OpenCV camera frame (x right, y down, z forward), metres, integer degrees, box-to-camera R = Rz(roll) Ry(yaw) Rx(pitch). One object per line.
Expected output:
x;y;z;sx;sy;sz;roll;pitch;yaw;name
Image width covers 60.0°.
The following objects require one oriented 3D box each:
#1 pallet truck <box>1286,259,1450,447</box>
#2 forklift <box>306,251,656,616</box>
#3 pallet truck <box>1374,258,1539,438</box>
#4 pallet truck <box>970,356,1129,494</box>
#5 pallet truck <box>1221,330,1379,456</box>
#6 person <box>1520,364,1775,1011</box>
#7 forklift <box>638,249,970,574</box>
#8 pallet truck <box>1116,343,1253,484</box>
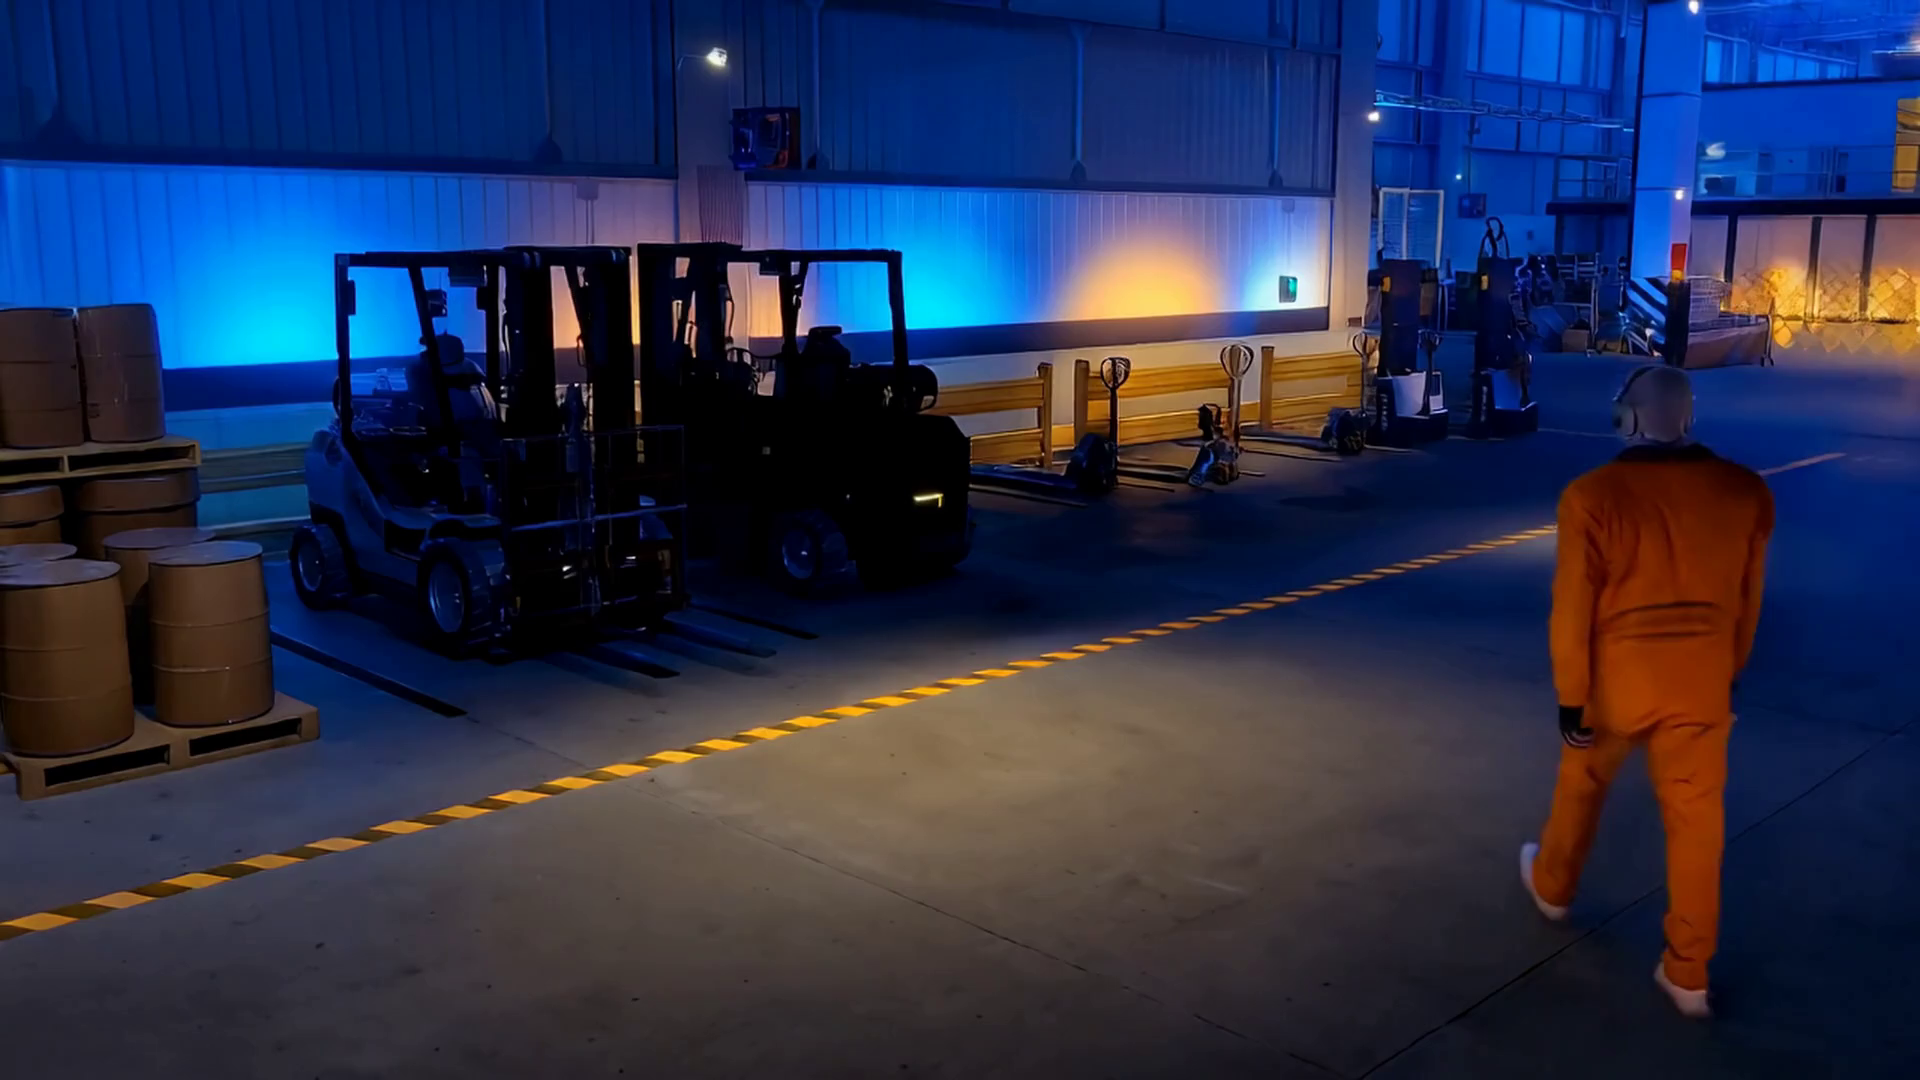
4.493;-2.078;18.196;0.823;1.965;1.885;-9;14;-40;pallet truck
-2.833;-0.669;9.694;1.157;1.987;2.680;-10;14;-44;forklift
5.704;-2.208;18.901;1.885;1.965;0.823;10;14;43;pallet truck
0.784;-1.085;14.876;0.680;1.201;1.601;-10;14;-44;pallet truck
3.563;-1.581;17.381;0.653;1.274;1.630;-10;14;-44;pallet truck
2.092;0.397;5.092;0.664;1.857;0.993;1;10;4;person
-1.173;-0.958;11.239;2.680;1.987;1.157;10;14;43;forklift
1.962;-1.215;15.415;1.522;1.261;0.704;10;14;43;pallet truck
